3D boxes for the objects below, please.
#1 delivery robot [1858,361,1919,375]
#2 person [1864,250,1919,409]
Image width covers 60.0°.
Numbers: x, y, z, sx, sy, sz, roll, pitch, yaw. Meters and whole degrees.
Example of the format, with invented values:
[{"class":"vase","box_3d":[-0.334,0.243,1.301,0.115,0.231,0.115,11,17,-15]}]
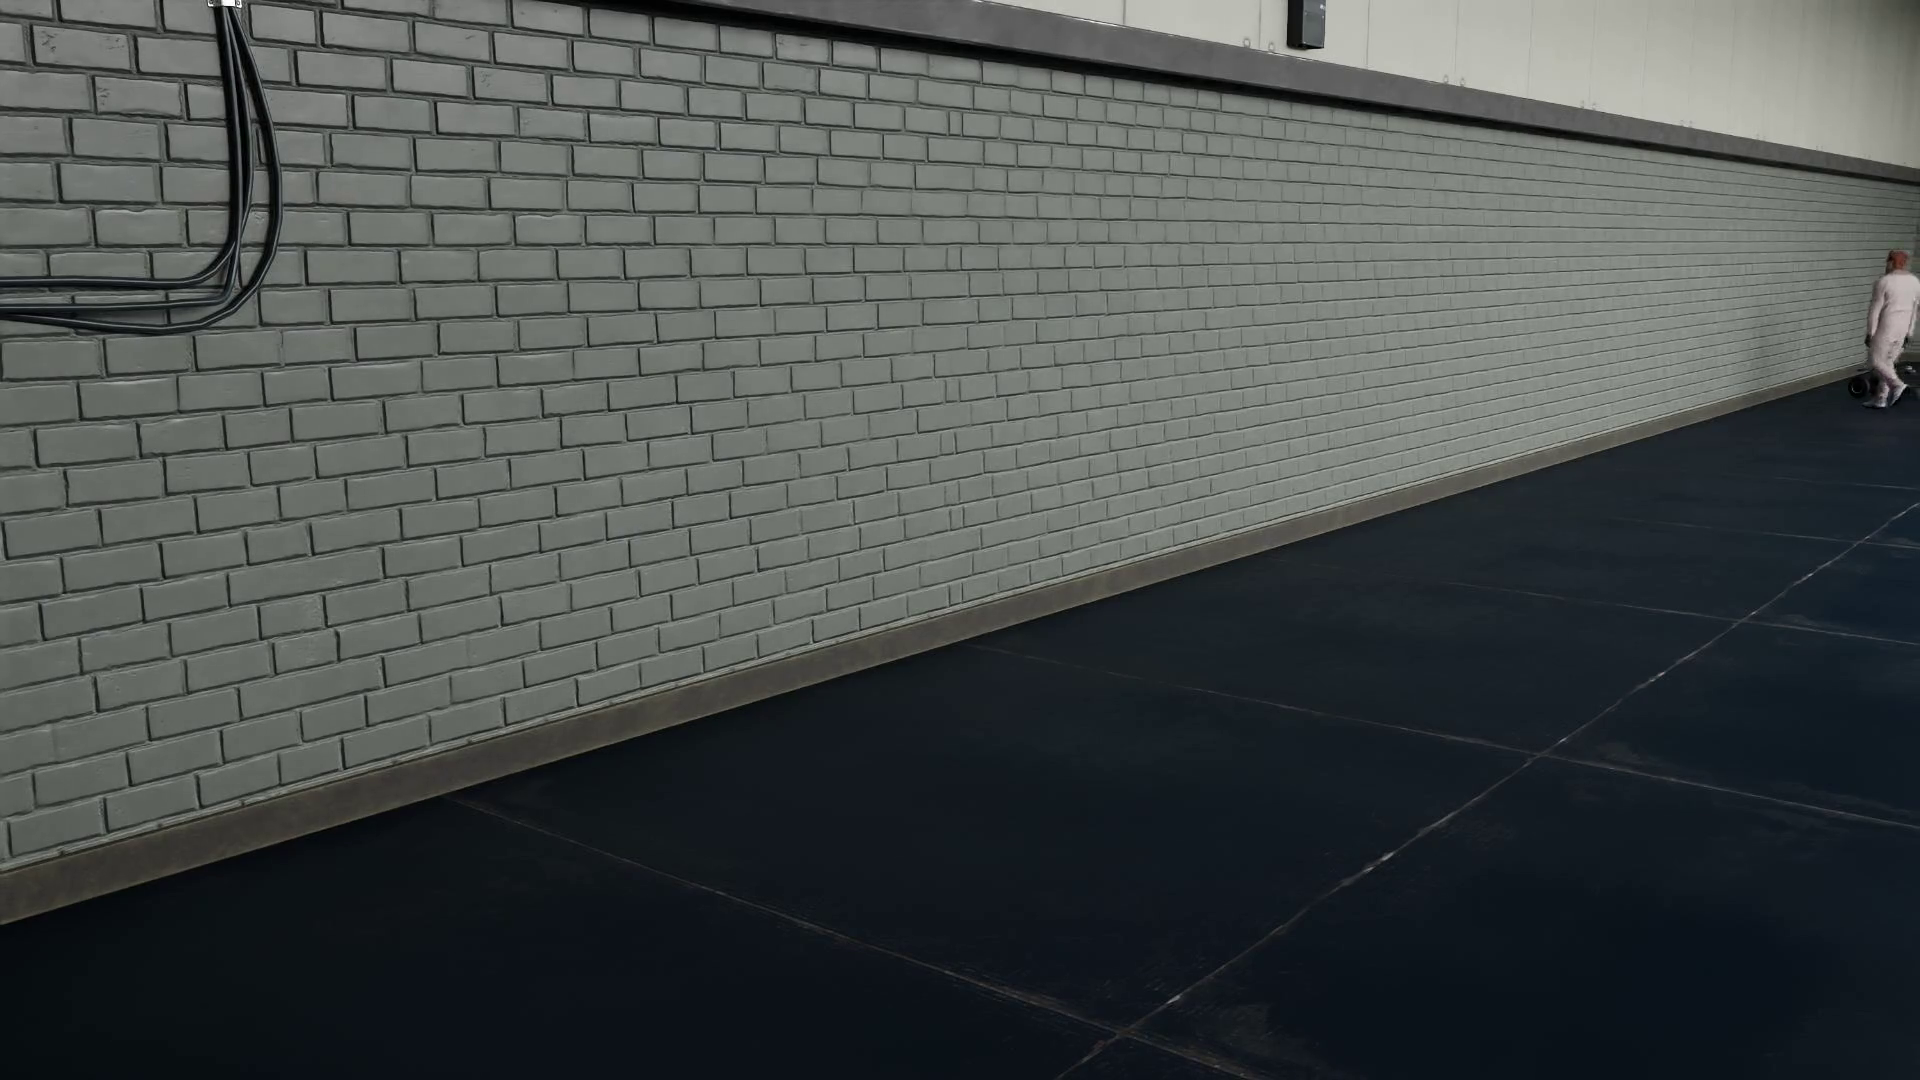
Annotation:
[{"class":"delivery robot","box_3d":[11.830,-2.240,21.181,0.335,0.223,0.698,-6,12,-29]},{"class":"person","box_3d":[11.005,-2.470,19.624,0.656,1.884,0.648,-3,11,-18]}]
